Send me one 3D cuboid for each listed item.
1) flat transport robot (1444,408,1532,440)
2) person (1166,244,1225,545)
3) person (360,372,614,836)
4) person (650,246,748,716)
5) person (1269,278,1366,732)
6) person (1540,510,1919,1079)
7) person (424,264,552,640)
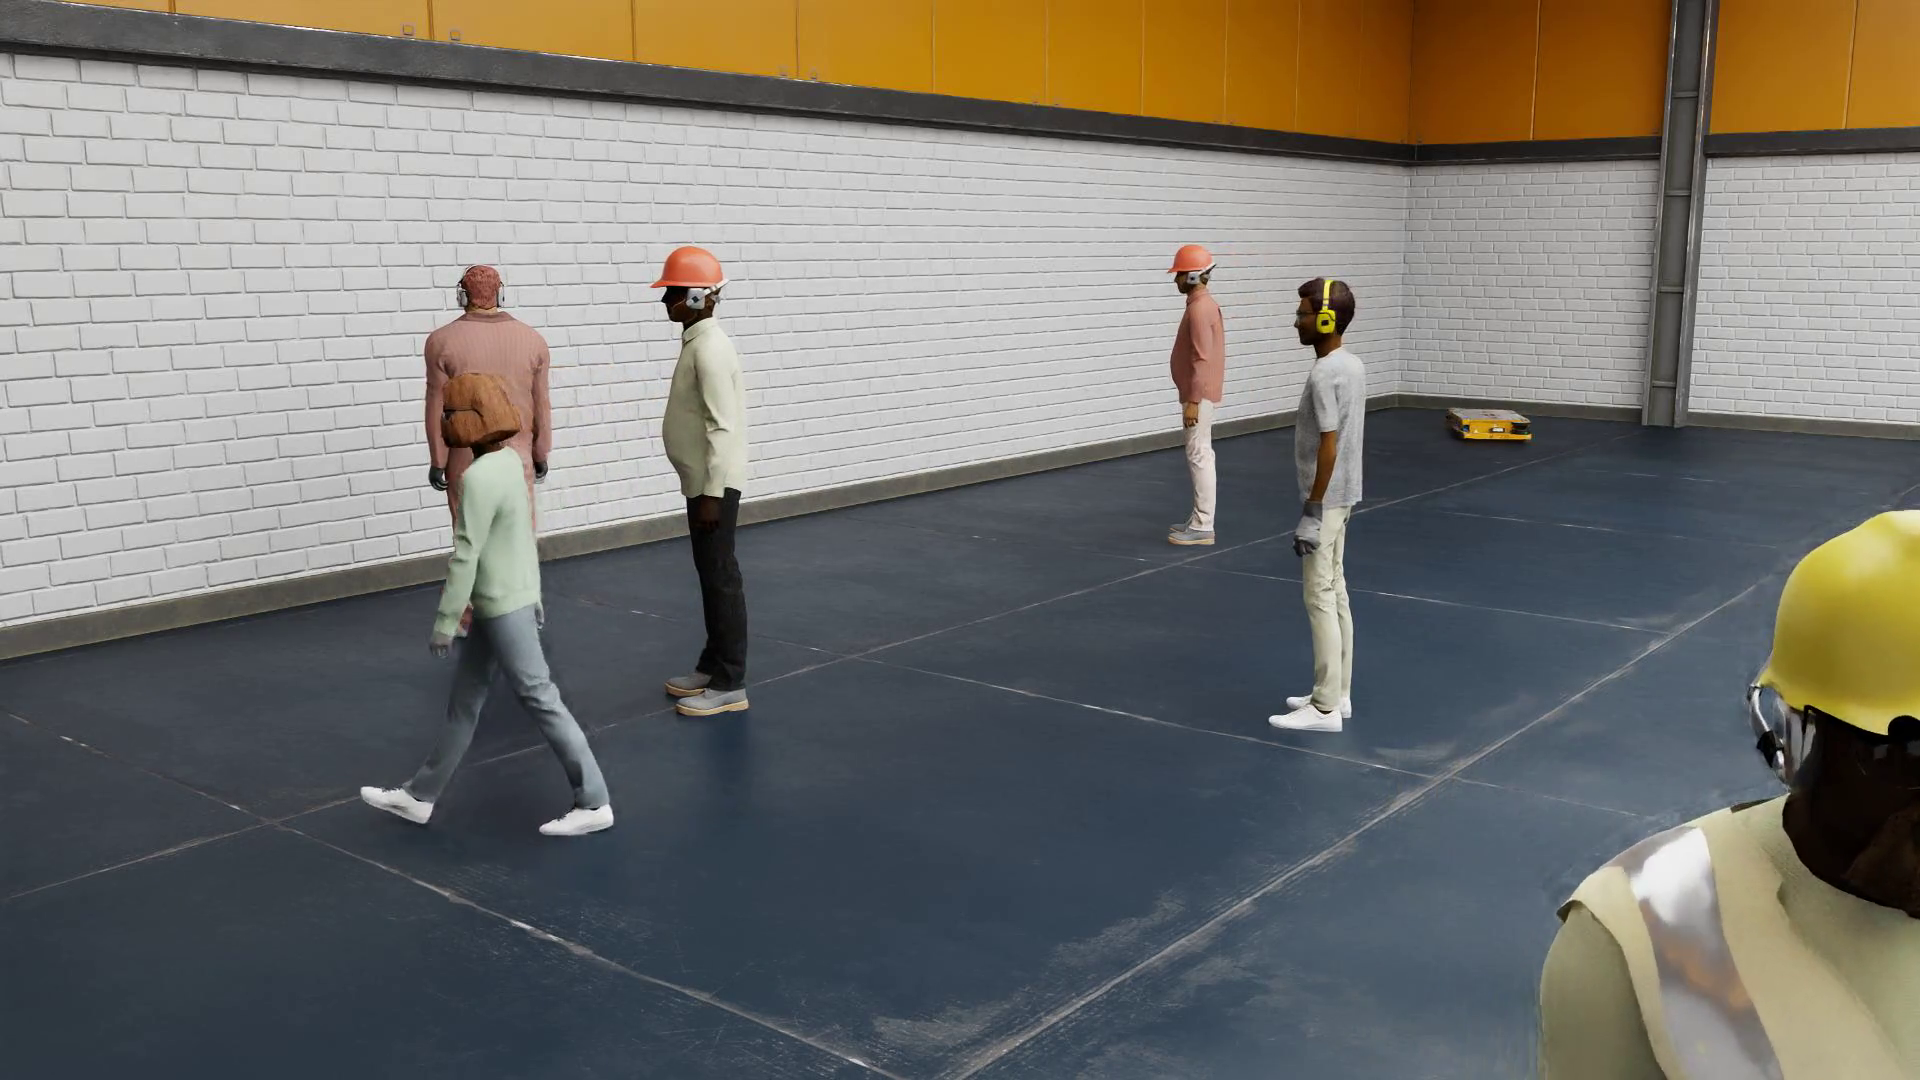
[{"bbox_3d":[5.454,-1.209,17.236,0.652,0.197,1.431,1,10,8],"label":"flat transport robot"},{"bbox_3d":[1.561,-0.964,11.107,0.400,1.989,0.623,2,10,12],"label":"person"},{"bbox_3d":[-1.606,0.232,5.610,0.890,1.581,0.517,-1,10,-5],"label":"person"},{"bbox_3d":[-1.101,-0.248,7.132,0.391,1.995,0.613,-2,11,-14],"label":"person"},{"bbox_3d":[1.491,-0.139,6.878,0.314,1.868,0.536,5,11,25],"label":"person"},{"bbox_3d":[0.858,0.838,1.671,0.588,1.799,0.880,0,10,-2],"label":"person"},{"bbox_3d":[-2.402,-0.441,8.476,0.643,1.903,0.402,-7,13,-35],"label":"person"}]
